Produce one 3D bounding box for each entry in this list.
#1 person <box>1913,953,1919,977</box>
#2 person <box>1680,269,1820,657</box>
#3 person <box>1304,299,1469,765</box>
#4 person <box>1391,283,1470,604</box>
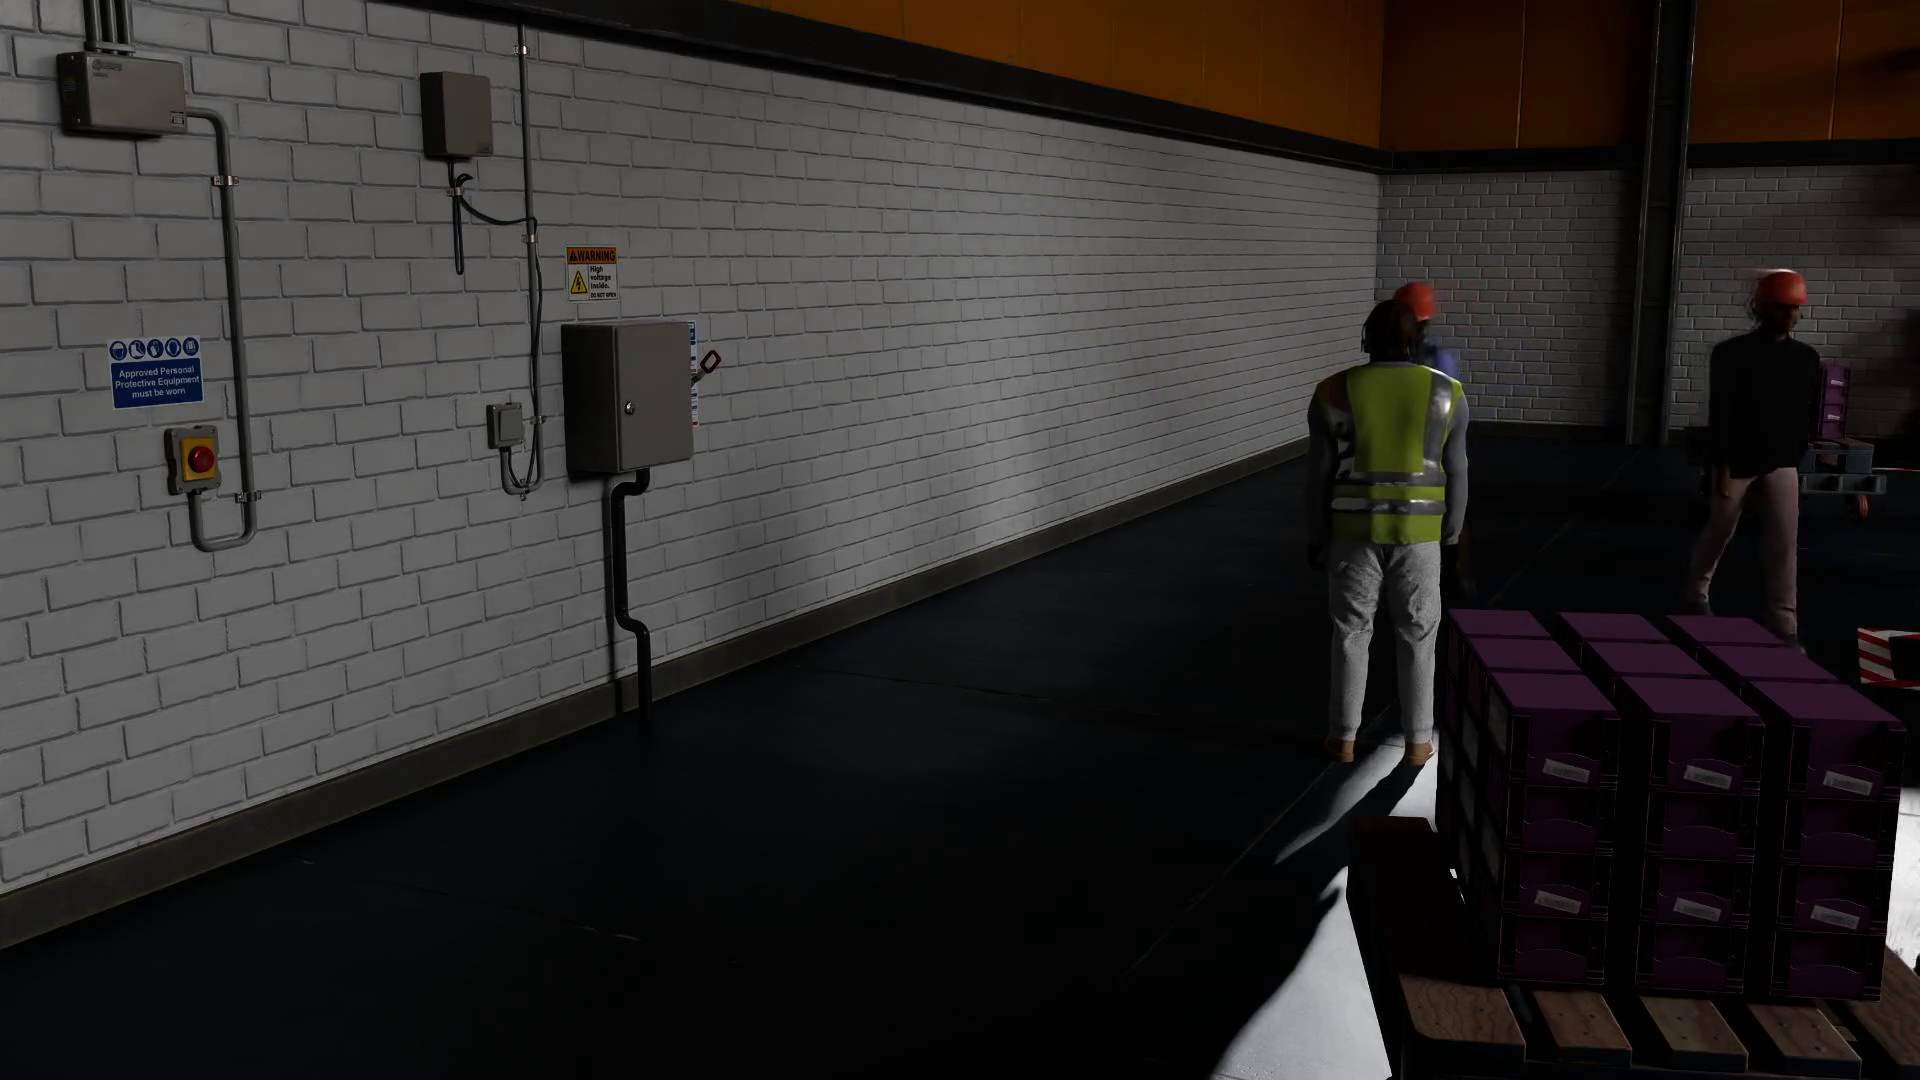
[{"bbox_3d":[2.766,0.428,3.899,0.541,1.888,1.014,-8,13,-39],"label":"person"},{"bbox_3d":[4.109,-0.425,8.628,0.604,1.955,1.028,0,10,-1],"label":"person"},{"bbox_3d":[1.675,-0.022,6.579,0.621,1.845,0.429,2,10,12],"label":"person"},{"bbox_3d":[2.530,-0.506,9.342,0.979,1.863,0.600,-6,11,-31],"label":"person"}]
